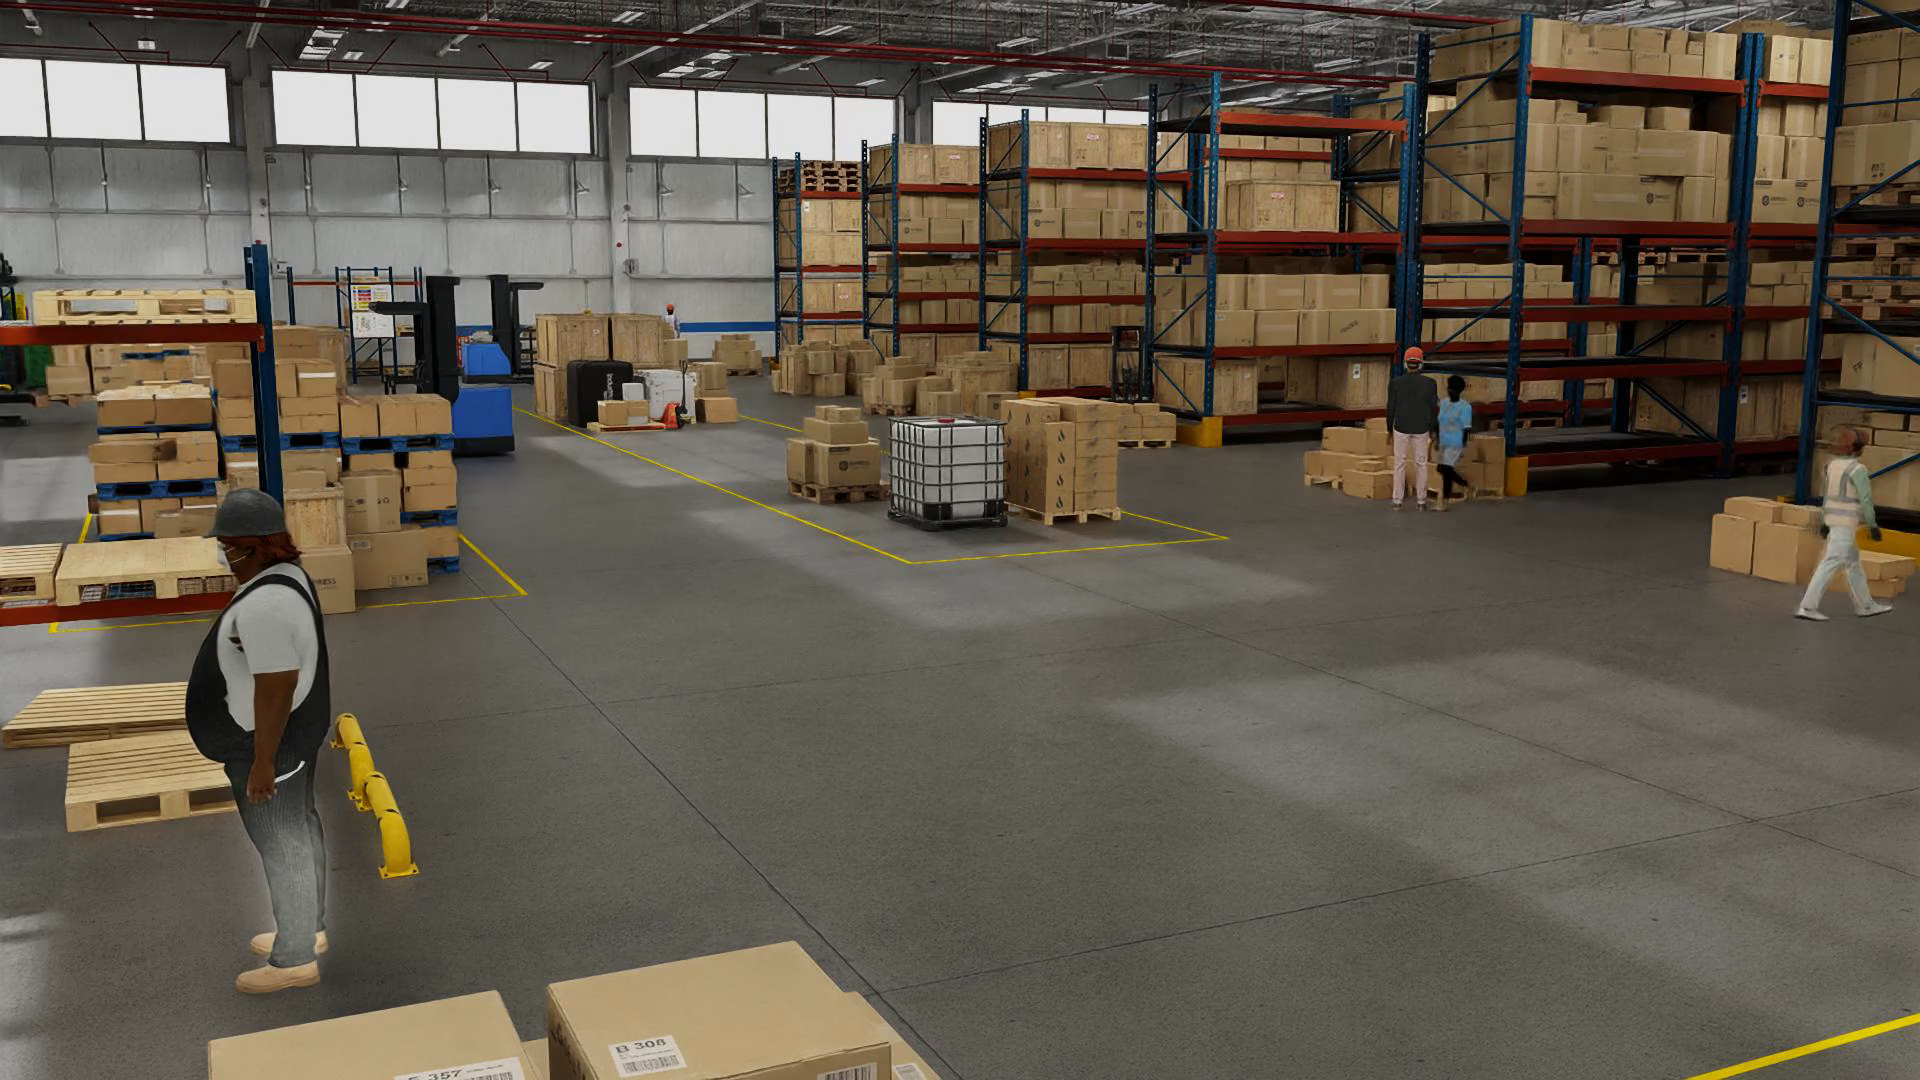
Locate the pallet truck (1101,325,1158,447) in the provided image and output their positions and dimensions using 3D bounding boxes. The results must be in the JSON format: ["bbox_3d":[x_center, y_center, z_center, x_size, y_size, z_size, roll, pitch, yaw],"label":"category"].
[{"bbox_3d":[2.881,-2.596,27.923,0.823,1.965,1.885,-1,9,-7],"label":"pallet truck"}]

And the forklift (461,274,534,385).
[{"bbox_3d":[-11.674,-5.345,42.247,1.873,2.768,1.129,-4,10,-25],"label":"forklift"}]

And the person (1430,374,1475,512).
[{"bbox_3d":[5.991,-1.169,20.042,0.568,1.676,0.548,-3,10,-18],"label":"person"}]

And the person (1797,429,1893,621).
[{"bbox_3d":[7.373,-0.114,13.774,0.828,1.594,0.520,1,9,6],"label":"person"}]

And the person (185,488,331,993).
[{"bbox_3d":[-2.840,0.796,6.748,0.536,2.000,0.688,-2,9,-13],"label":"person"}]

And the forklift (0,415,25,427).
[{"bbox_3d":[-18.410,-3.458,30.544,1.873,2.768,1.129,-6,11,-32],"label":"forklift"}]

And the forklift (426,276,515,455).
[{"bbox_3d":[-8.069,-2.737,26.069,1.873,2.768,1.129,-4,10,-25],"label":"forklift"}]

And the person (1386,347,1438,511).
[{"bbox_3d":[5.455,-1.334,20.101,0.611,1.995,0.375,1,9,7],"label":"person"}]

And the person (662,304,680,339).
[{"bbox_3d":[-8.629,-6.072,49.677,0.543,1.939,0.356,-1,9,-6],"label":"person"}]
